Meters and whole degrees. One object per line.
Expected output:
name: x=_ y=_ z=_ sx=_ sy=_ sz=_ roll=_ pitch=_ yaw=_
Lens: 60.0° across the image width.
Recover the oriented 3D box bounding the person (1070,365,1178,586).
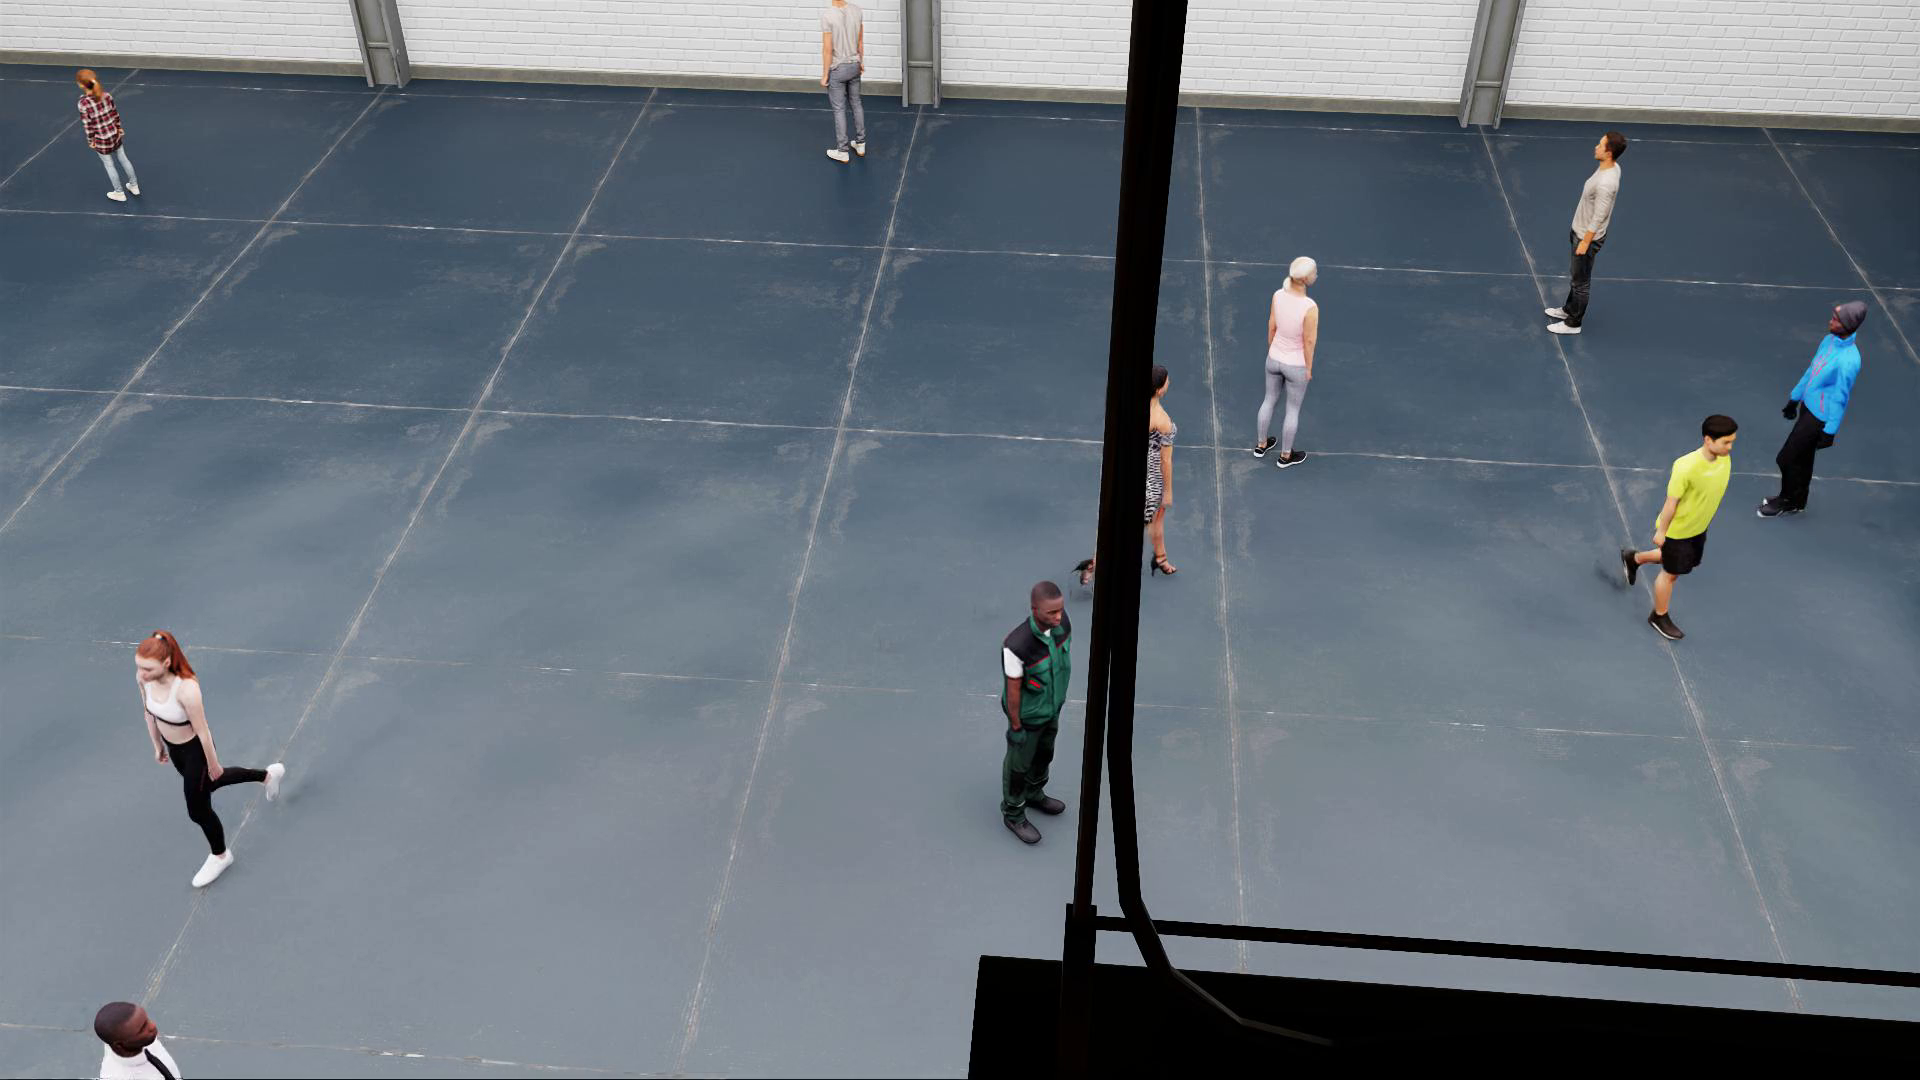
person: x=1.186 y=-0.373 z=11.250 sx=1.149 sy=1.792 sz=0.894 roll=-12 pitch=40 yaw=-15

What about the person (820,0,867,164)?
person: x=-1.167 y=-4.718 z=16.610 sx=0.720 sy=1.893 sz=0.785 roll=-27 pitch=46 yaw=-30

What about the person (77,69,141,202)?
person: x=-8.265 y=-3.924 z=16.086 sx=0.643 sy=1.306 sz=0.618 roll=21 pitch=43 yaw=25

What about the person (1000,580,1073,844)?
person: x=0.419 y=0.948 z=9.558 sx=0.800 sy=1.839 sz=0.788 roll=25 pitch=45 yaw=28

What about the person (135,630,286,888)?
person: x=-4.278 y=1.145 z=9.405 sx=1.042 sy=1.722 sz=0.945 roll=20 pitch=43 yaw=23

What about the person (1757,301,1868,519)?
person: x=6.246 y=-0.902 z=11.920 sx=0.595 sy=1.782 sz=0.632 roll=3 pitch=39 yaw=4

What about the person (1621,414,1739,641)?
person: x=4.760 y=-0.163 z=11.068 sx=0.982 sy=1.691 sz=0.991 roll=-20 pitch=43 yaw=-23

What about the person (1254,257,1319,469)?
person: x=2.469 y=-1.342 z=12.519 sx=0.619 sy=1.722 sz=0.694 roll=32 pitch=48 yaw=34

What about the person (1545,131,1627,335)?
person: x=5.315 y=-2.589 z=14.008 sx=0.614 sy=1.812 sz=0.689 roll=10 pitch=40 yaw=13
